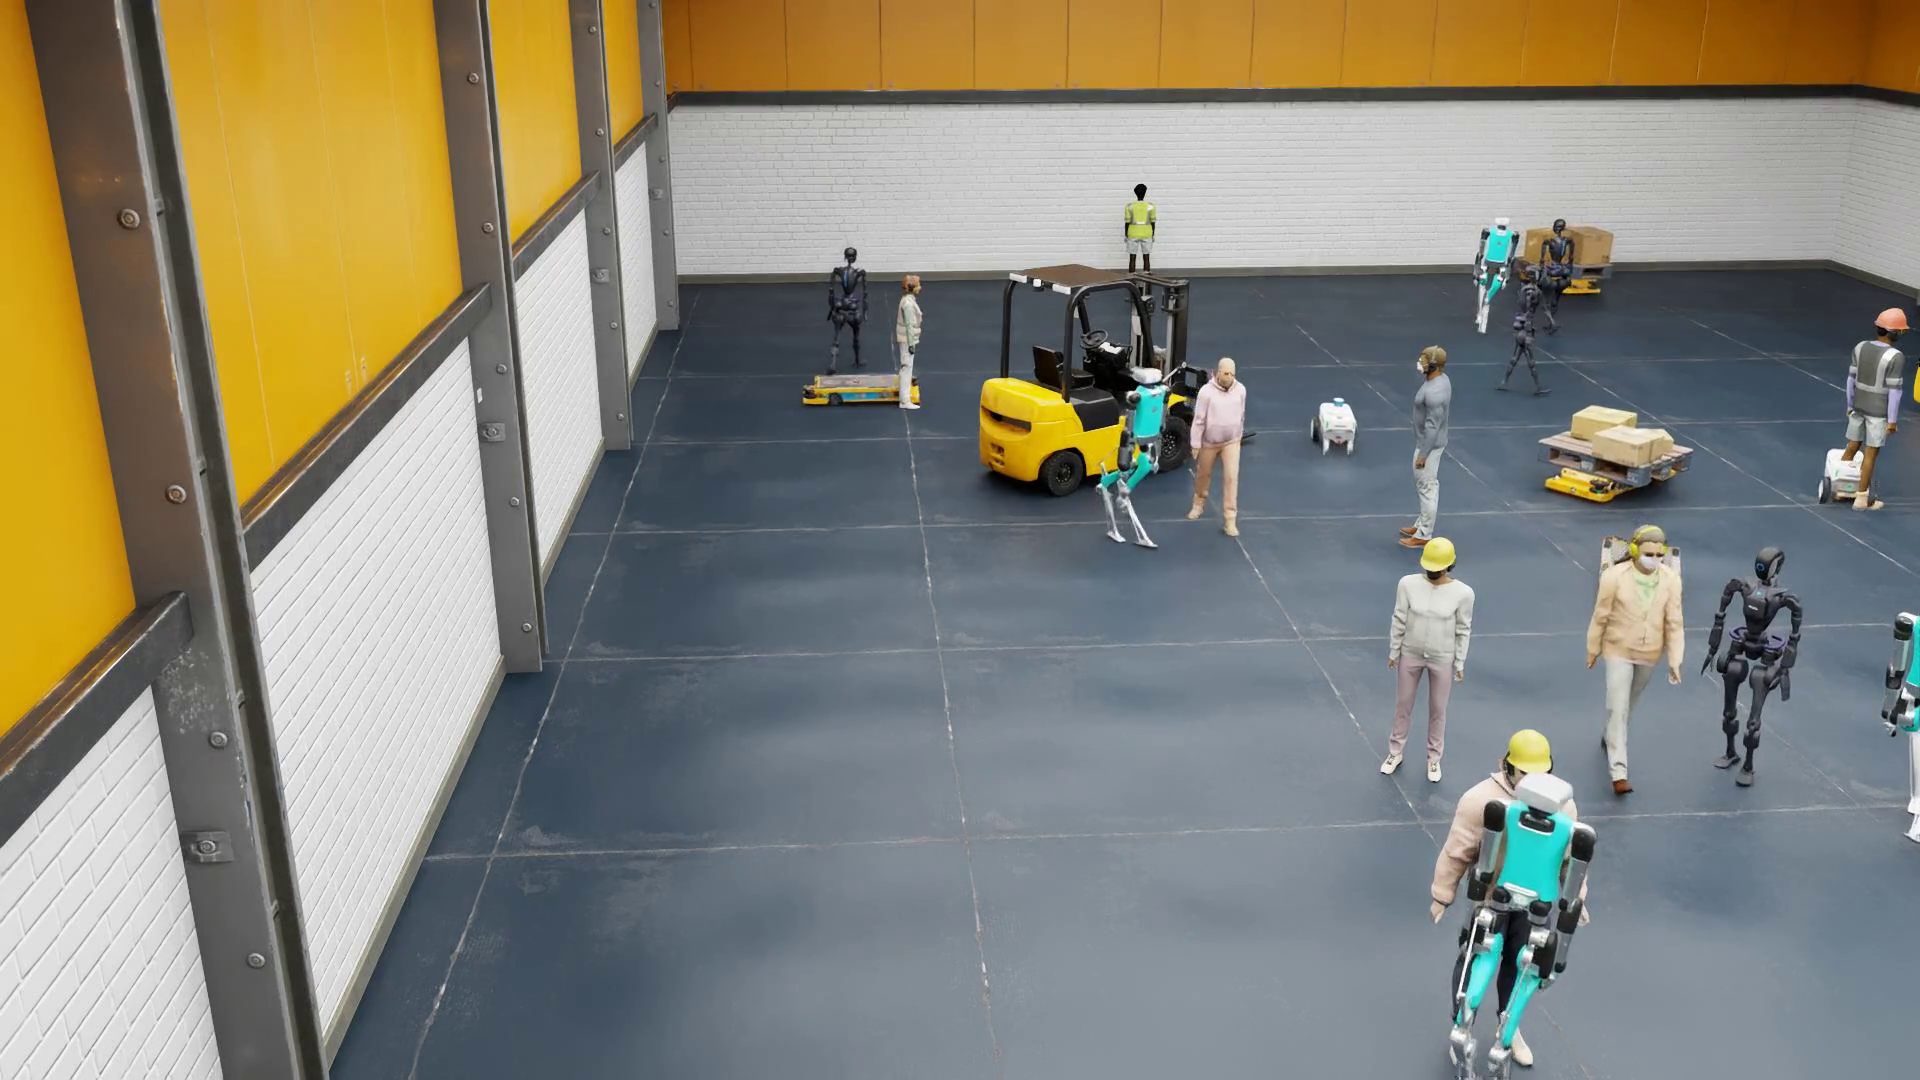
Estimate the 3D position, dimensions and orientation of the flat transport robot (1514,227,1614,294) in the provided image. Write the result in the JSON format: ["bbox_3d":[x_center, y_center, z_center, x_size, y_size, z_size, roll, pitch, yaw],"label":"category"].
[{"bbox_3d":[9.818,-4.250,27.207,0.659,0.231,1.431,-3,20,-9],"label":"flat transport robot"}]

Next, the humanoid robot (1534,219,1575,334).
[{"bbox_3d":[8.609,-3.791,23.925,0.593,1.636,0.565,-6,21,-15],"label":"humanoid robot"}]

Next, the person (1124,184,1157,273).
[{"bbox_3d":[2.912,-4.918,26.960,0.532,1.692,0.320,1,20,3],"label":"person"}]

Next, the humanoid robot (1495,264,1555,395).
[{"bbox_3d":[7.150,-2.633,20.789,0.722,1.635,0.603,8,21,20],"label":"humanoid robot"}]

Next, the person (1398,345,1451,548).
[{"bbox_3d":[4.374,-0.873,15.584,0.371,1.940,0.627,7,21,18],"label":"person"}]

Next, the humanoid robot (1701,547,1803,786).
[{"bbox_3d":[5.351,0.832,11.313,0.479,1.645,0.612,-18,27,-41],"label":"humanoid robot"}]

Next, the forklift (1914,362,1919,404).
[{"bbox_3d":[12.602,-2.435,19.475,2.313,2.155,1.214,-1,20,-4],"label":"forklift"}]

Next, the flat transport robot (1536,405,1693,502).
[{"bbox_3d":[6.864,-0.697,17.526,1.431,0.231,0.659,-15,25,-36],"label":"flat transport robot"}]

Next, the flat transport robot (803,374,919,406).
[{"bbox_3d":[-1.232,-1.866,20.712,1.431,0.231,0.659,-1,20,-3],"label":"flat transport robot"}]

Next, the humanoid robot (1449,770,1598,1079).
[{"bbox_3d":[2.601,2.058,7.959,0.573,1.819,0.811,14,24,33],"label":"humanoid robot"}]

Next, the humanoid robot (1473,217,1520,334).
[{"bbox_3d":[7.684,-3.843,24.028,0.582,1.739,1.048,4,21,11],"label":"humanoid robot"}]

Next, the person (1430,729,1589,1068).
[{"bbox_3d":[2.766,1.793,8.425,0.791,1.865,0.409,-1,20,-2],"label":"person"}]

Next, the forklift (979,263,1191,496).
[{"bbox_3d":[1.315,-1.764,17.646,2.313,2.155,1.214,-14,24,-33],"label":"forklift"}]

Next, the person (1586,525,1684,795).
[{"bbox_3d":[4.569,0.783,11.245,0.546,1.828,0.973,0,20,0],"label":"person"}]

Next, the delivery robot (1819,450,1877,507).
[{"bbox_3d":[9.090,-0.681,17.033,0.499,0.570,0.753,7,21,19],"label":"delivery robot"}]

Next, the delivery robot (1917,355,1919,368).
[{"bbox_3d":[13.094,-2.509,21.998,0.734,0.560,0.499,-16,25,-36],"label":"delivery robot"}]

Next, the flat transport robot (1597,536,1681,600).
[{"bbox_3d":[6.029,0.318,14.761,0.659,0.231,1.431,8,22,20],"label":"flat transport robot"}]

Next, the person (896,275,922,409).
[{"bbox_3d":[-0.616,-2.412,20.225,0.317,1.631,0.511,-1,20,-3],"label":"person"}]

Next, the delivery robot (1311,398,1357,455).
[{"bbox_3d":[4.248,-1.301,18.752,0.499,0.590,0.789,2,20,6],"label":"delivery robot"}]

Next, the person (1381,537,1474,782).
[{"bbox_3d":[3.169,0.803,11.280,0.524,1.759,0.325,8,22,22],"label":"person"}]

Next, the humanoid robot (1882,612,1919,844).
[{"bbox_3d":[6.172,1.080,10.553,0.533,1.728,0.994,16,26,38],"label":"humanoid robot"}]

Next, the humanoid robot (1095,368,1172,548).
[{"bbox_3d":[1.576,-0.797,15.650,0.547,1.755,0.827,-15,25,-36],"label":"humanoid robot"}]

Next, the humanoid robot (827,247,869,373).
[{"bbox_3d":[-1.502,-3.009,21.878,0.598,1.660,0.735,7,21,18],"label":"humanoid robot"}]

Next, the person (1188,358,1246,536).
[{"bbox_3d":[2.486,-0.958,16.135,0.548,1.724,0.815,-2,20,-6],"label":"person"}]

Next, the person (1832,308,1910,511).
[{"bbox_3d":[9.134,-1.308,16.621,0.371,2.042,0.613,-6,21,-15],"label":"person"}]
